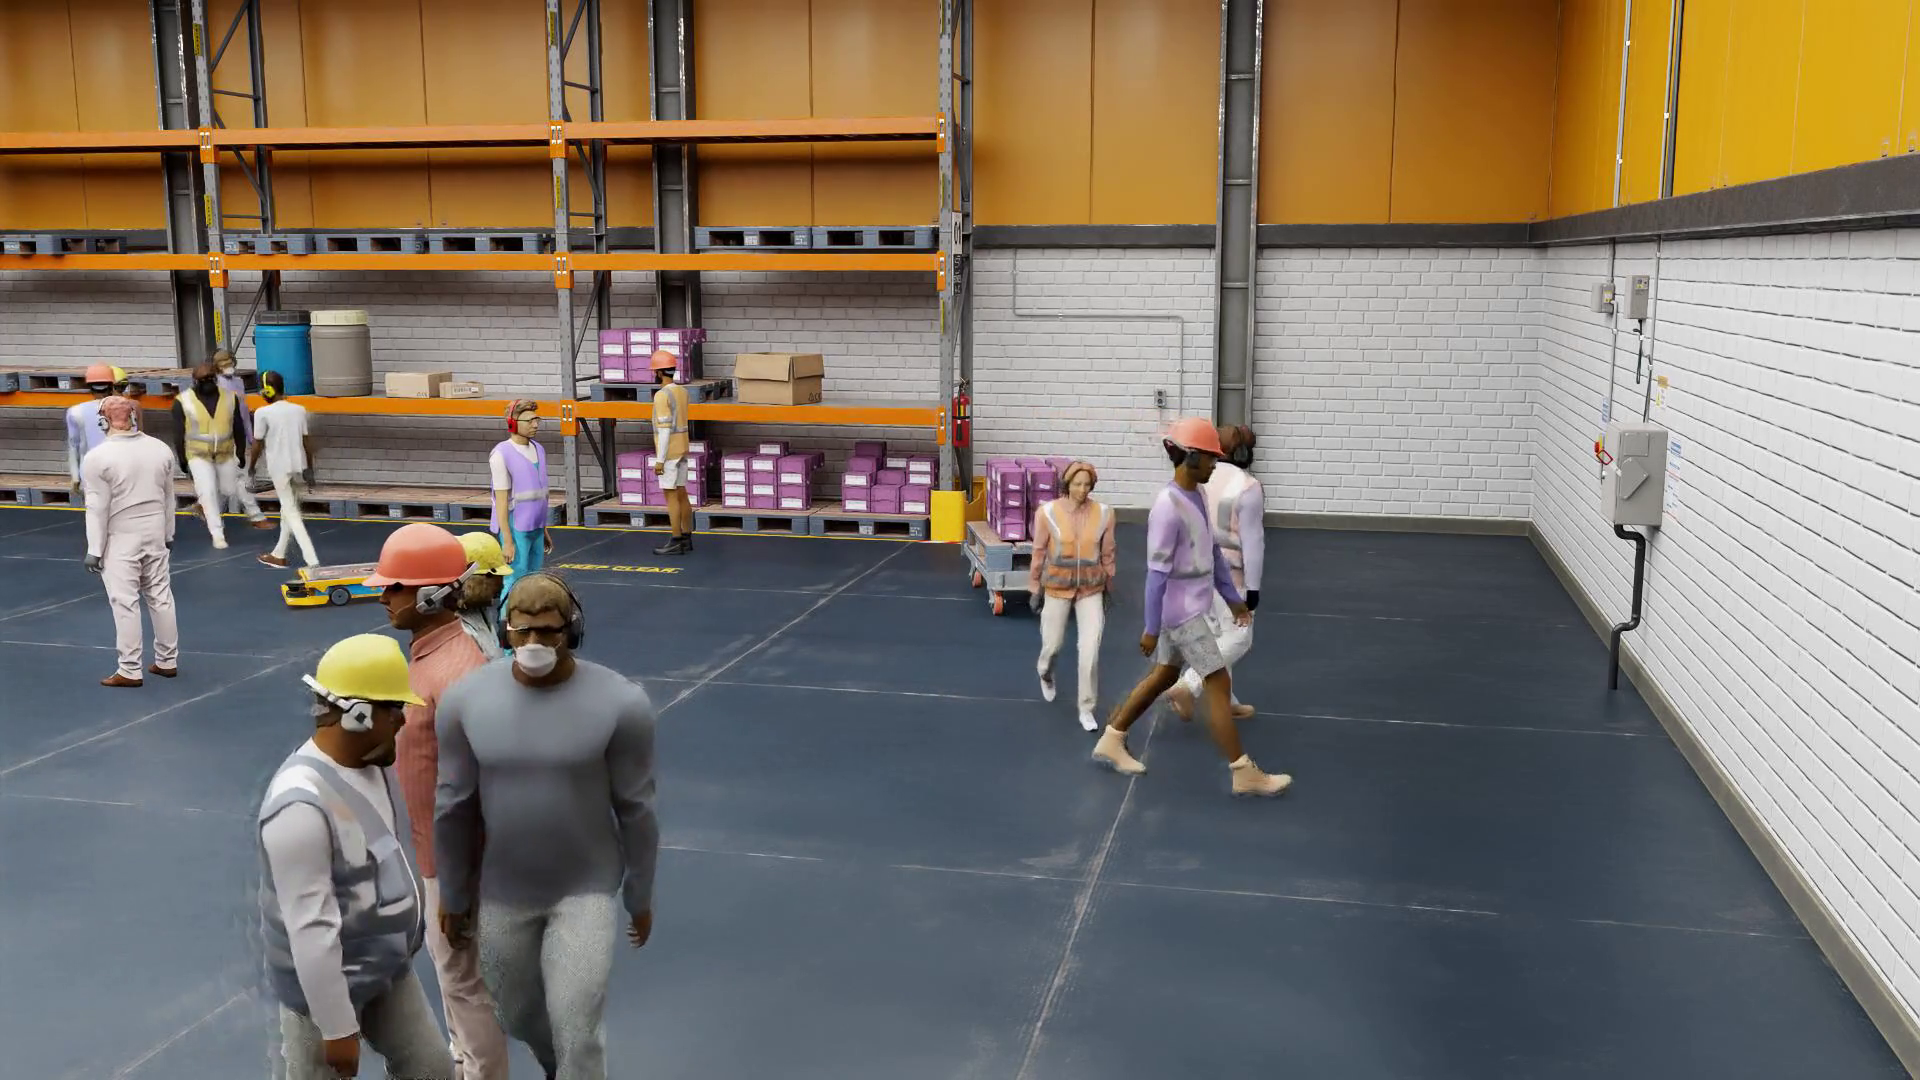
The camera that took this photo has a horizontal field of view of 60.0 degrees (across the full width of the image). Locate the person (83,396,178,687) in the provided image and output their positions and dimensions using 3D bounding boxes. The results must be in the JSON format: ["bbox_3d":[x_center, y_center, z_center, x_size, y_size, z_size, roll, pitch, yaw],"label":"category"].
[{"bbox_3d":[-5.434,0.010,10.868,0.406,1.901,0.639,5,11,25],"label":"person"}]

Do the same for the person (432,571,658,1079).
[{"bbox_3d":[-1.198,1.006,4.931,0.641,1.920,0.831,0,10,0],"label":"person"}]

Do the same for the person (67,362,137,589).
[{"bbox_3d":[-7.266,-0.558,14.173,0.563,1.910,0.723,-4,10,-20],"label":"person"}]

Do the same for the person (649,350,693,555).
[{"bbox_3d":[-2.746,-0.820,15.674,0.374,1.934,0.548,3,10,16],"label":"person"}]

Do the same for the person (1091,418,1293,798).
[{"bbox_3d":[1.194,0.340,8.735,1.090,1.959,0.600,3,10,16],"label":"person"}]

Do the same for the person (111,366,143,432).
[{"bbox_3d":[-8.001,-0.770,15.876,0.315,1.770,0.524,2,10,13],"label":"person"}]

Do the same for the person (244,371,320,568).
[{"bbox_3d":[-5.975,-0.582,14.664,0.957,1.815,0.536,5,11,28],"label":"person"}]

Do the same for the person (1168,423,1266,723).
[{"bbox_3d":[1.503,0.220,9.849,0.647,1.823,0.640,-5,11,-29],"label":"person"}]

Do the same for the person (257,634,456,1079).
[{"bbox_3d":[-1.524,1.145,4.417,0.701,1.797,0.616,1,10,3],"label":"person"}]

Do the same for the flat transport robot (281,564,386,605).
[{"bbox_3d":[-4.829,0.334,13.758,1.431,0.197,0.652,-5,11,-25],"label":"flat transport robot"}]

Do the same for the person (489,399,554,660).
[{"bbox_3d":[-2.979,-0.039,11.314,0.387,1.846,0.566,2,10,13],"label":"person"}]

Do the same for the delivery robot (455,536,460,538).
[{"bbox_3d":[-4.039,0.215,13.347,0.477,0.478,0.707,-5,11,-28],"label":"delivery robot"}]

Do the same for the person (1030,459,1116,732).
[{"bbox_3d":[0.665,0.294,10.000,0.526,1.610,0.703,-1,10,-6],"label":"person"}]

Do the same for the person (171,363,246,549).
[{"bbox_3d":[-7.327,-0.838,16.206,0.650,1.803,0.767,-8,12,-40],"label":"person"}]

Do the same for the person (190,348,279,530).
[{"bbox_3d":[-7.529,-1.036,17.091,0.914,1.894,0.652,0,10,1],"label":"person"}]

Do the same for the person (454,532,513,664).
[{"bbox_3d":[-1.886,0.824,6.532,0.320,1.737,0.485,-1,10,-8],"label":"person"}]

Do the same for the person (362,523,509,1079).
[{"bbox_3d":[-1.589,0.933,5.116,0.382,1.993,0.622,-4,11,-25],"label":"person"}]
